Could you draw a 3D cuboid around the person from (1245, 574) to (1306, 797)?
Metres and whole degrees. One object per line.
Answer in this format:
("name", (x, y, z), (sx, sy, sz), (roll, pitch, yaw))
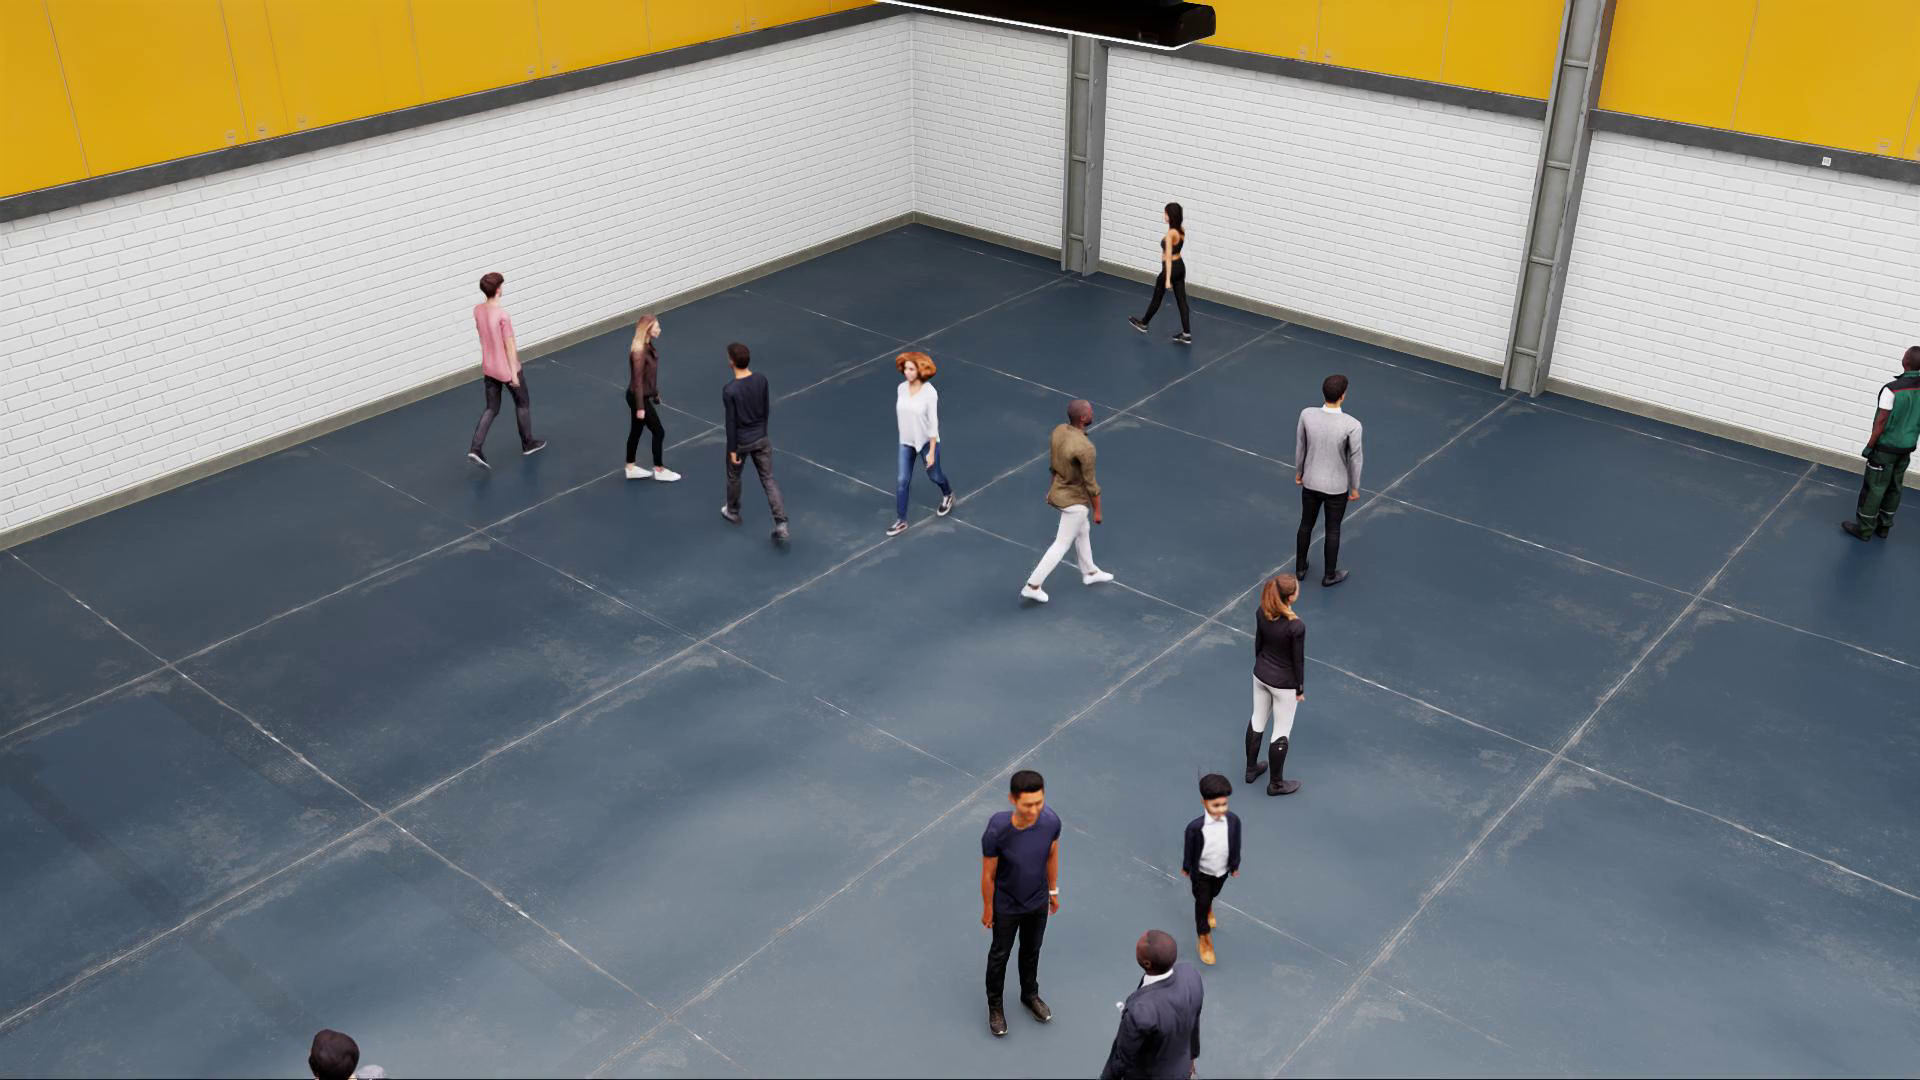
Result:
("person", (2.191, 0.988, 11.516), (0.674, 1.729, 0.553), (-20, 34, -32))

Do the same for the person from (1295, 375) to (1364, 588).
("person", (3.087, -0.506, 14.053), (0.602, 1.923, 0.820), (17, 33, 29))

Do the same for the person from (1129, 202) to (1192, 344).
("person", (2.501, -3.011, 18.977), (1.041, 1.605, 0.576), (21, 35, 33))

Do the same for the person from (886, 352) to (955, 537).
("person", (-0.304, -0.922, 15.060), (1.088, 1.690, 0.814), (16, 32, 26))

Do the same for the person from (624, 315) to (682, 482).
("person", (-3.106, -1.328, 15.822), (0.920, 1.673, 0.854), (0, 29, 1))

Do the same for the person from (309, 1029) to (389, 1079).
("person", (-2.760, 2.991, 7.696), (0.642, 1.872, 0.710), (12, 31, 21))

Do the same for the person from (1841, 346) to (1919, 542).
("person", (8.298, -0.855, 14.781), (0.789, 1.839, 0.825), (-6, 29, -10))

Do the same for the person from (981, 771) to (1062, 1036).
("person", (0.340, 2.040, 9.527), (0.716, 1.788, 0.697), (-11, 31, -19))

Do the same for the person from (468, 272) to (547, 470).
("person", (-4.506, -1.601, 16.057), (1.171, 1.926, 0.865), (14, 32, 24))

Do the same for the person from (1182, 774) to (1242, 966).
("person", (1.546, 1.956, 10.294), (0.767, 1.201, 0.858), (-5, 29, -10))

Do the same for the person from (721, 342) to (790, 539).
("person", (-1.813, -0.843, 14.764), (0.892, 1.833, 1.259), (-17, 33, -28))

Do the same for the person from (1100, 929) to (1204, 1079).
("person", (1.030, 2.724, 8.269), (1.073, 1.792, 0.733), (23, 36, 36))

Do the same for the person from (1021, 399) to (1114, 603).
("person", (0.851, -0.290, 13.795), (1.133, 1.791, 1.231), (-12, 31, -21))
